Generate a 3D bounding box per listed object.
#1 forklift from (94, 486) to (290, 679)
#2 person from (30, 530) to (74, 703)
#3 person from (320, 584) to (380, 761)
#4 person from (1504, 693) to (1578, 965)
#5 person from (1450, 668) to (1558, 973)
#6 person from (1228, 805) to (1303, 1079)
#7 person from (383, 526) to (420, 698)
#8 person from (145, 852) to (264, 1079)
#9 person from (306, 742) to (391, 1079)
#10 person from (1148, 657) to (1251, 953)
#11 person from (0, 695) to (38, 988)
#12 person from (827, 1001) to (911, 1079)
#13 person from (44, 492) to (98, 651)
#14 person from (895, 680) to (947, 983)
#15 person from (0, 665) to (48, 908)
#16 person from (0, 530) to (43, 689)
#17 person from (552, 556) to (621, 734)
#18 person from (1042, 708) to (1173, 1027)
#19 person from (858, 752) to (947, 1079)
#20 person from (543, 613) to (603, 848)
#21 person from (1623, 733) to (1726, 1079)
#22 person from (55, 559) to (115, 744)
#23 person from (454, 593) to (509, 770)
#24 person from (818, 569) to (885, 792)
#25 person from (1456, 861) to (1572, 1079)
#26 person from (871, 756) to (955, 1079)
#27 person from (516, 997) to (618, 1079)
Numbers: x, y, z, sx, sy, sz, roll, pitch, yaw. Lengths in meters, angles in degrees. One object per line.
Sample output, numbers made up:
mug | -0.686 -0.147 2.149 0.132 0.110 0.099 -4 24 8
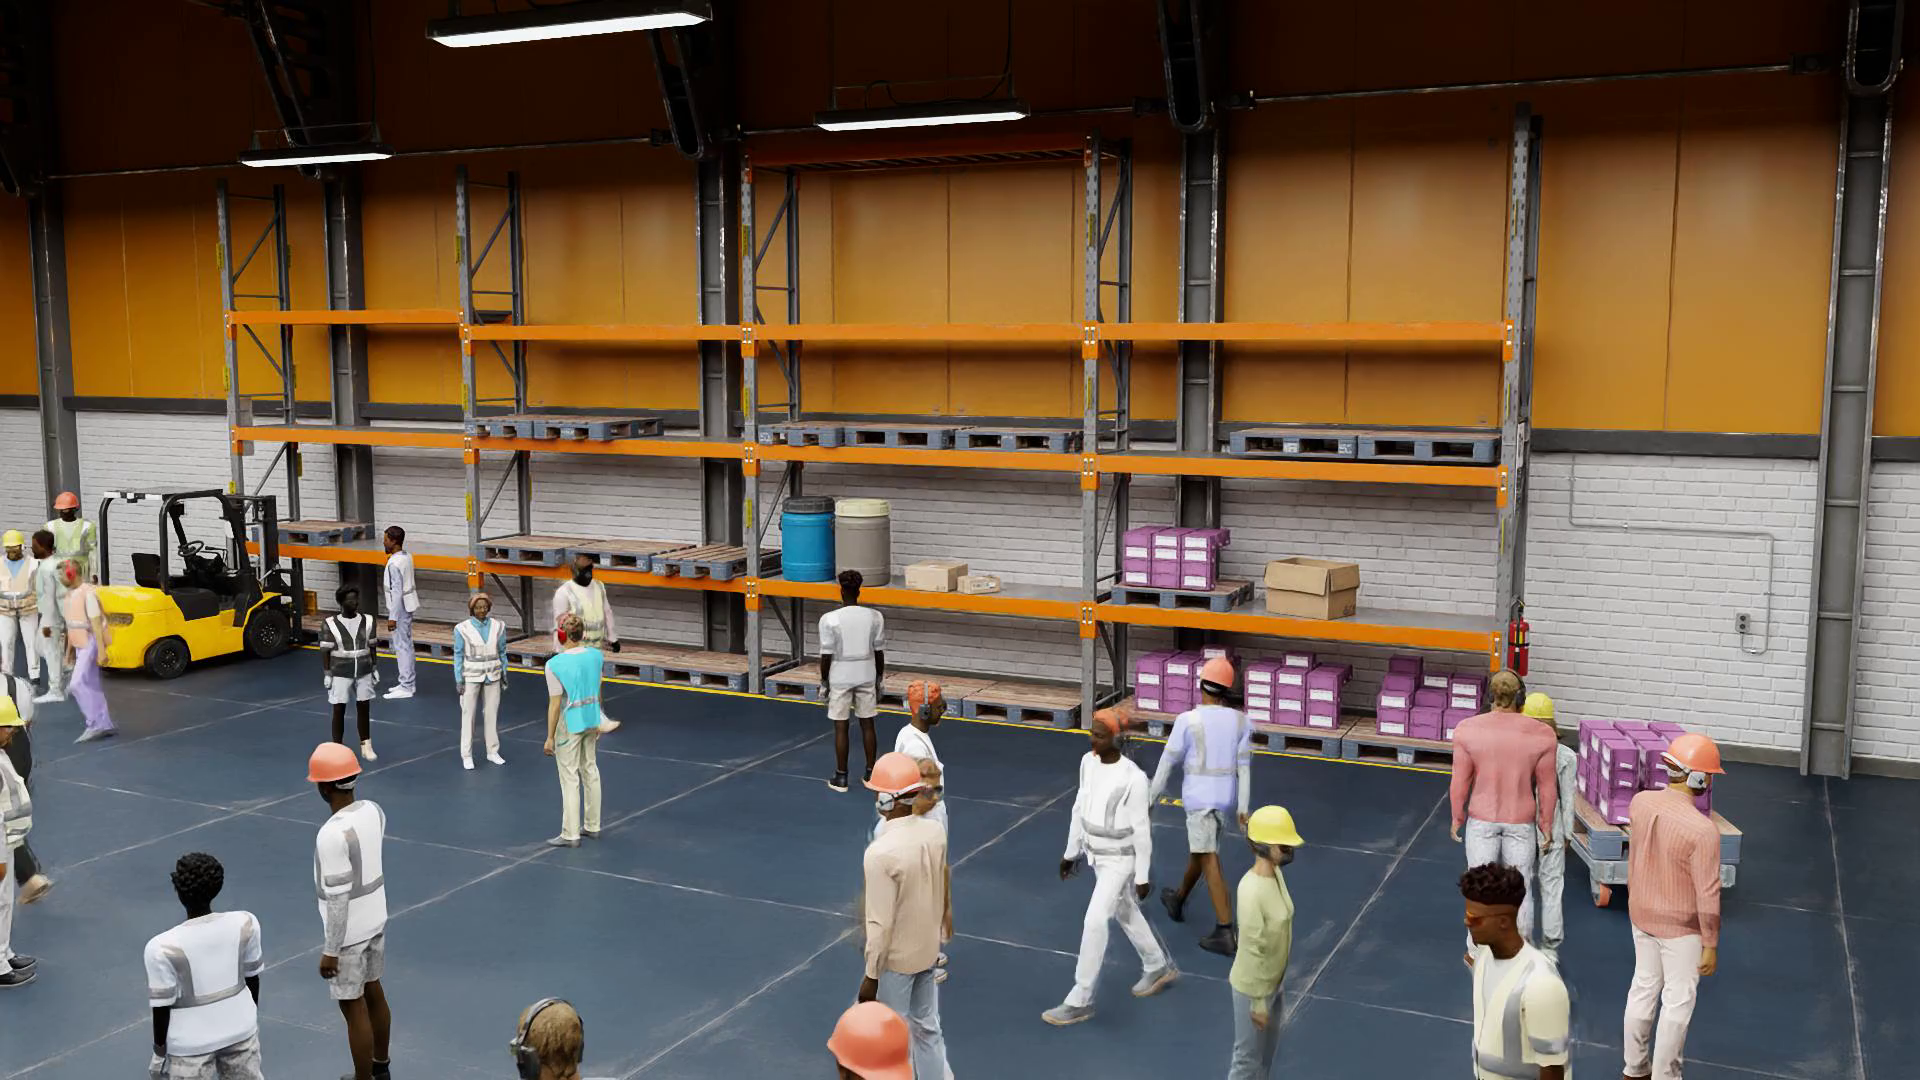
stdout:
forklift | -9.426 0.454 20.179 1.214 2.155 2.313 3 8 26
person | -9.948 0.834 18.194 0.440 1.908 0.613 -3 7 -22
person | -5.713 1.252 15.604 0.540 1.700 0.316 -5 9 -37
person | 3.671 1.837 10.633 0.485 1.737 0.320 2 7 15
person | 3.393 1.763 10.413 0.636 1.936 0.355 2 7 15
person | 1.472 2.142 8.012 0.324 1.769 0.528 3 8 24
person | -6.225 0.795 18.499 0.392 1.917 0.592 -1 7 -8
person | -3.379 2.237 7.476 0.322 1.697 0.532 6 9 39
person | -3.155 1.990 8.556 0.376 1.933 0.545 1 7 5
person | 1.586 1.716 11.031 0.649 1.874 0.992 -3 8 -27
person | -5.921 1.847 10.225 0.403 1.817 0.605 -4 8 -31
person | -0.353 2.389 5.284 0.635 1.922 0.410 -4 8 -27
person | -11.355 0.398 21.273 0.609 2.040 0.395 -3 7 -21
person | -0.253 1.801 10.349 0.358 1.880 0.576 0 7 -3
person | -6.647 1.604 11.302 0.538 2.000 0.697 1 7 10
person | -10.690 0.789 18.884 0.591 1.833 0.404 -3 7 -22
person | -3.826 1.048 16.953 1.000 1.793 0.624 4 8 30
person | 0.922 1.885 9.848 0.990 1.843 0.571 -4 8 -27
person | -0.294 2.015 8.098 0.392 1.992 0.623 4 8 31
person | -3.018 1.489 13.049 0.390 1.846 0.565 4 8 30
person | 3.689 1.966 8.578 0.411 1.980 0.629 -2 7 -17
person | -8.708 1.092 16.474 0.653 1.804 0.557 7 10 44
person | -4.448 1.299 15.465 0.517 1.639 0.314 -5 9 -38
person | -0.955 1.233 14.675 0.612 1.963 0.361 -3 7 -22
person | 2.283 2.229 6.598 0.651 1.934 0.639 -1 7 -7
person | -0.301 2.015 8.926 0.957 1.803 0.520 6 9 39
person | -1.253 2.394 5.264 0.372 1.927 0.635 4 8 31
